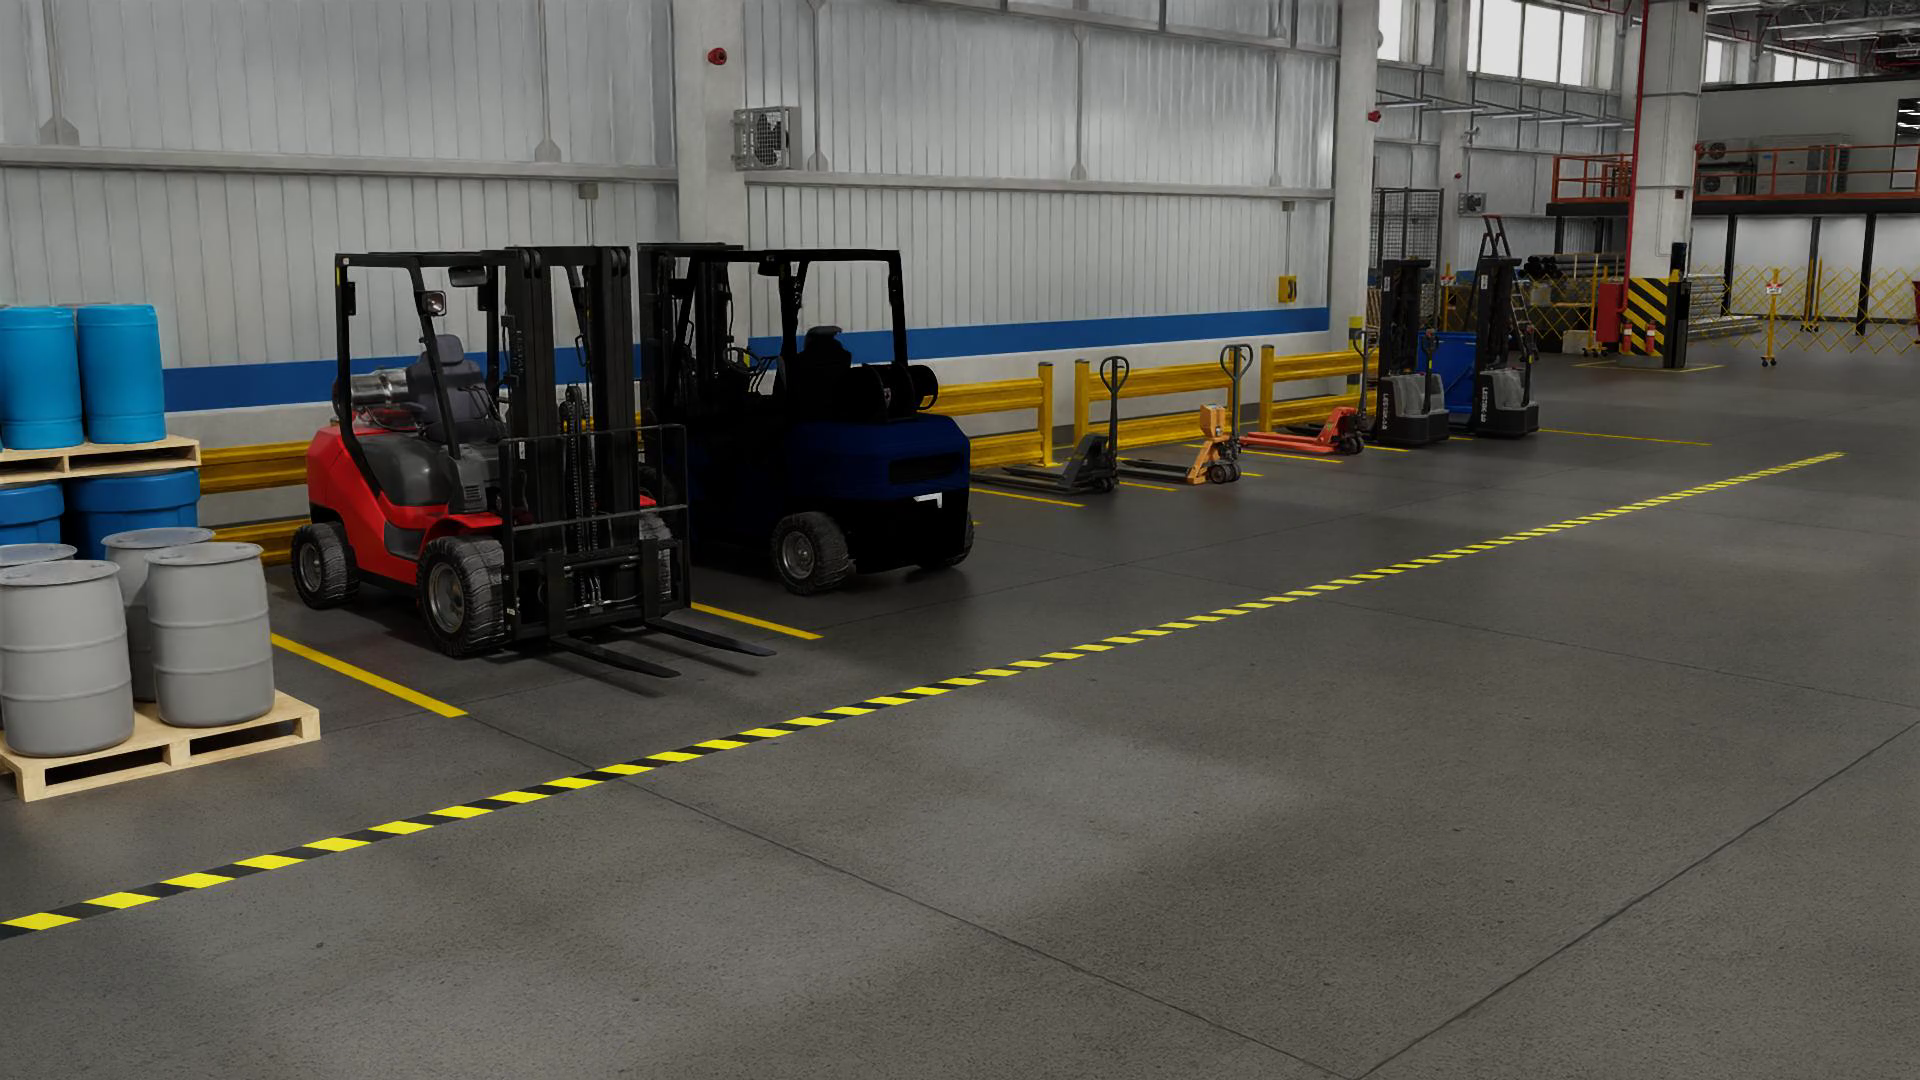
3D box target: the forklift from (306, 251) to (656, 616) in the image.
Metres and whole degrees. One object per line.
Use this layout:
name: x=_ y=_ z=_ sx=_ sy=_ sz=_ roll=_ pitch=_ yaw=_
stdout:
forklift: x=-2.833 y=-0.669 z=9.694 sx=1.157 sy=1.987 sz=2.680 roll=-10 pitch=14 yaw=-44

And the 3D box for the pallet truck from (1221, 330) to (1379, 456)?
pallet truck: x=3.563 y=-1.581 z=17.381 sx=0.653 sy=1.274 sz=1.630 roll=-10 pitch=14 yaw=-44

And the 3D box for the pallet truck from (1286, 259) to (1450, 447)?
pallet truck: x=4.493 y=-2.078 z=18.196 sx=0.823 sy=1.965 sz=1.885 roll=-9 pitch=14 yaw=-40

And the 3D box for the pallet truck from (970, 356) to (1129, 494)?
pallet truck: x=0.784 y=-1.085 z=14.876 sx=0.680 sy=1.201 sz=1.601 roll=-10 pitch=14 yaw=-44

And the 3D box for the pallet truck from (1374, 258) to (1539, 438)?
pallet truck: x=5.704 y=-2.208 z=18.901 sx=1.885 sy=1.965 sz=0.823 roll=10 pitch=14 yaw=43

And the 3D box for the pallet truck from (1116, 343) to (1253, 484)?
pallet truck: x=1.962 y=-1.215 z=15.415 sx=1.522 sy=1.261 sz=0.704 roll=10 pitch=14 yaw=43

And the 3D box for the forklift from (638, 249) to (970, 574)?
forklift: x=-1.173 y=-0.958 z=11.239 sx=2.680 sy=1.987 sz=1.157 roll=10 pitch=14 yaw=43
